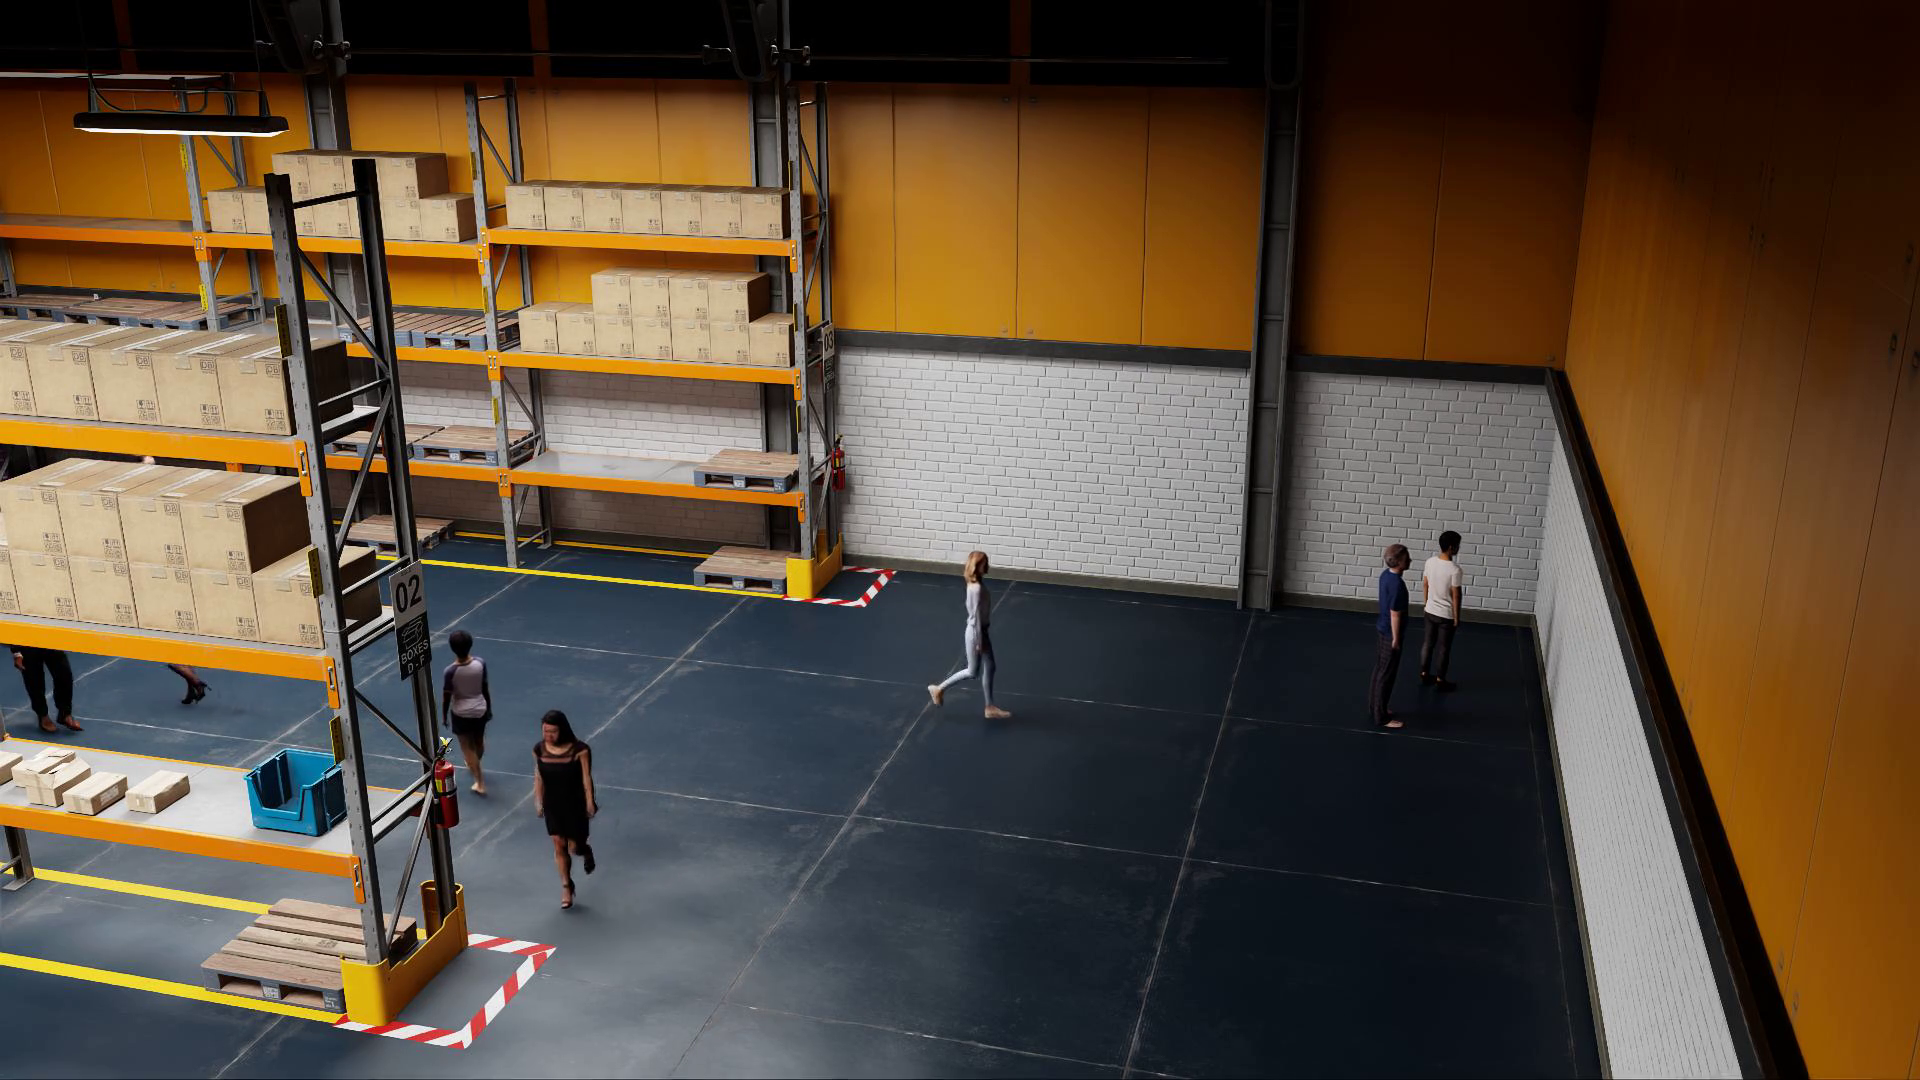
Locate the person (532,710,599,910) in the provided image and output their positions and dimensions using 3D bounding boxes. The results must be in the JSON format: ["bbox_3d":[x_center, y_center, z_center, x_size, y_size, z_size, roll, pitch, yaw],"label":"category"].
[{"bbox_3d":[-3.129,2.117,13.333,0.747,1.708,0.759,3,19,8],"label":"person"}]

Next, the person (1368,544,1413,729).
[{"bbox_3d":[4.296,0.928,16.609,0.603,1.871,0.699,2,19,5],"label":"person"}]

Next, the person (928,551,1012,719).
[{"bbox_3d":[0.095,0.970,16.641,1.110,1.771,0.729,1,19,4],"label":"person"}]

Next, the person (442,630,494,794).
[{"bbox_3d":[-4.464,1.584,15.187,0.855,1.534,0.974,-15,24,-37],"label":"person"}]

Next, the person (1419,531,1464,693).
[{"bbox_3d":[5.047,0.727,17.442,0.749,1.719,0.684,-11,22,-30],"label":"person"}]
